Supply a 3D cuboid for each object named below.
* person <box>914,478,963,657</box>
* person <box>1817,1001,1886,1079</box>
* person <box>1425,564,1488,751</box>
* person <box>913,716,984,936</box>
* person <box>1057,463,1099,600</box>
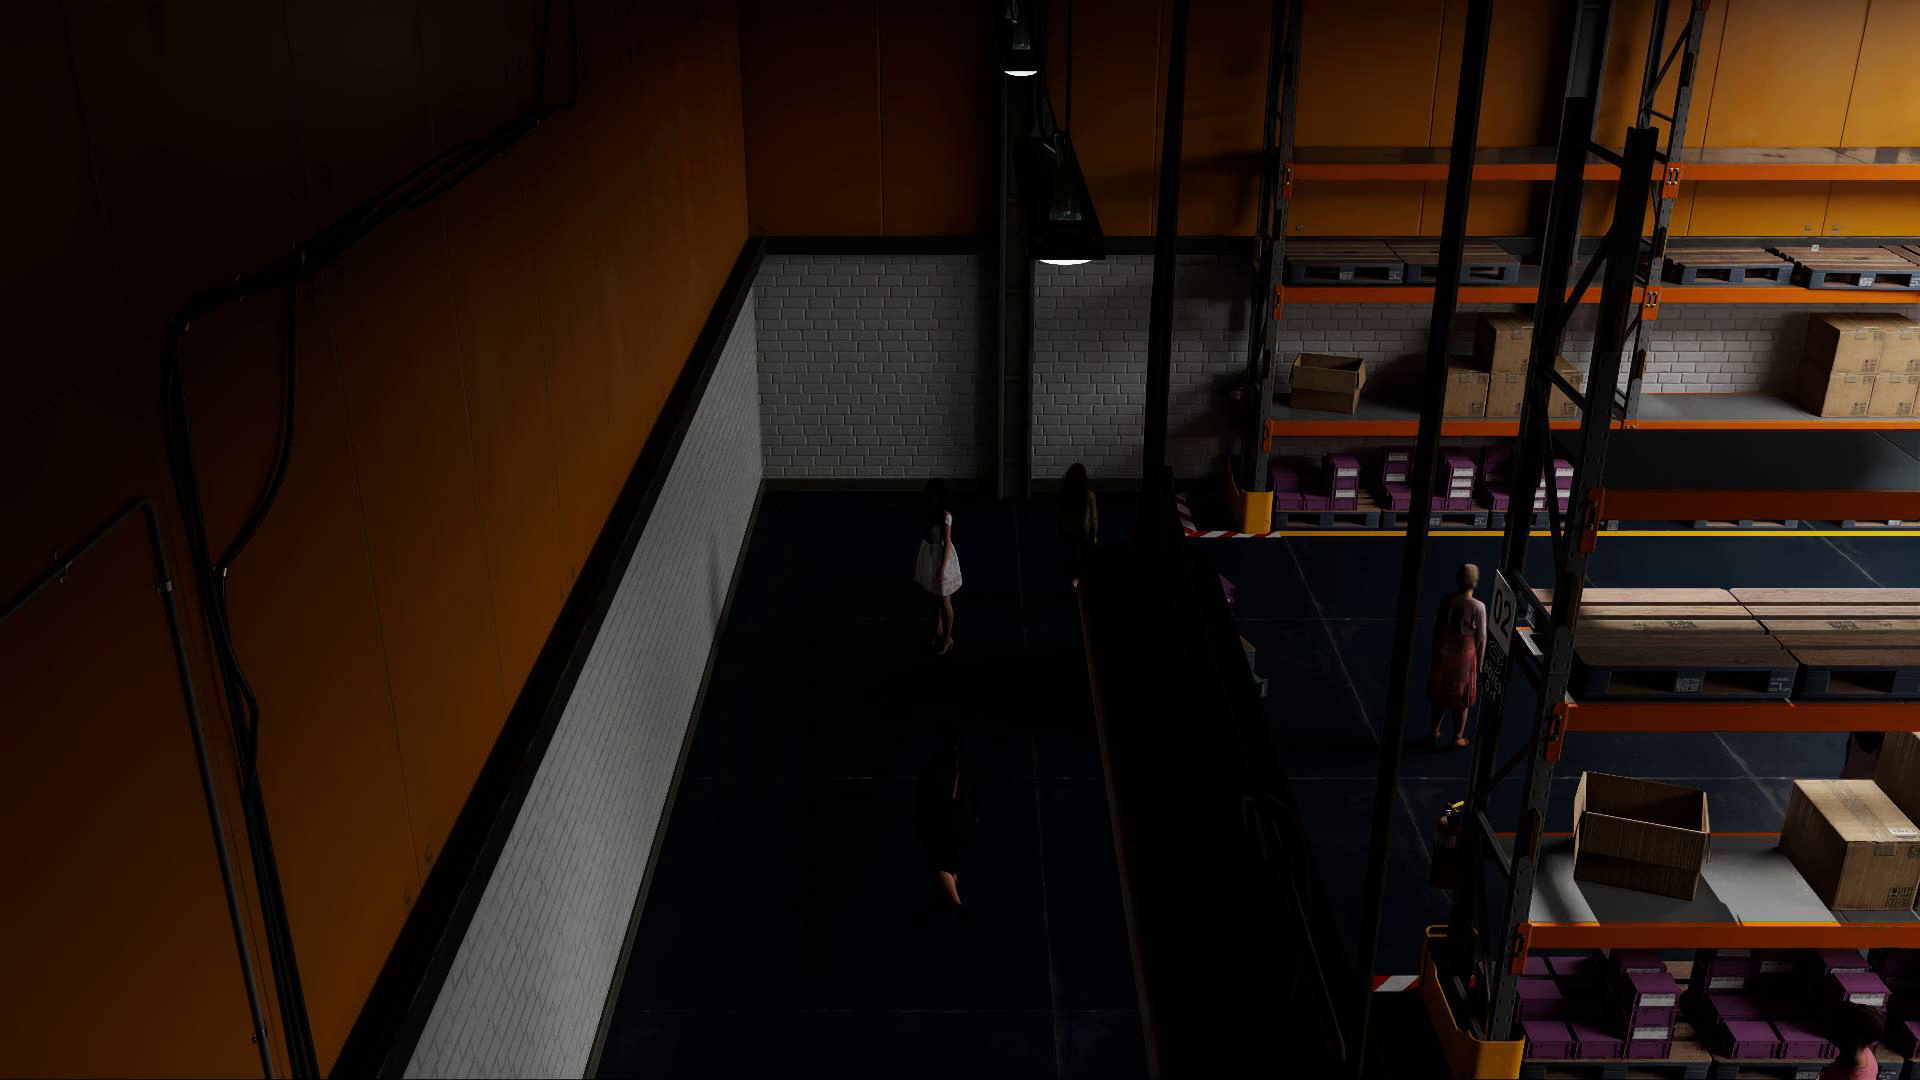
[{"bbox_3d":[-0.206,0.239,15.708,0.761,1.777,0.744,-9,25,-20],"label":"person"},{"bbox_3d":[4.618,3.247,8.623,0.819,1.941,0.743,8,25,17],"label":"person"},{"bbox_3d":[4.209,0.989,14.098,0.674,1.693,0.761,15,28,31],"label":"person"},{"bbox_3d":[-0.061,2.054,11.706,0.960,1.657,0.990,-14,27,-28],"label":"person"},{"bbox_3d":[1.158,-0.048,16.748,0.753,1.471,0.800,11,26,24],"label":"person"}]
